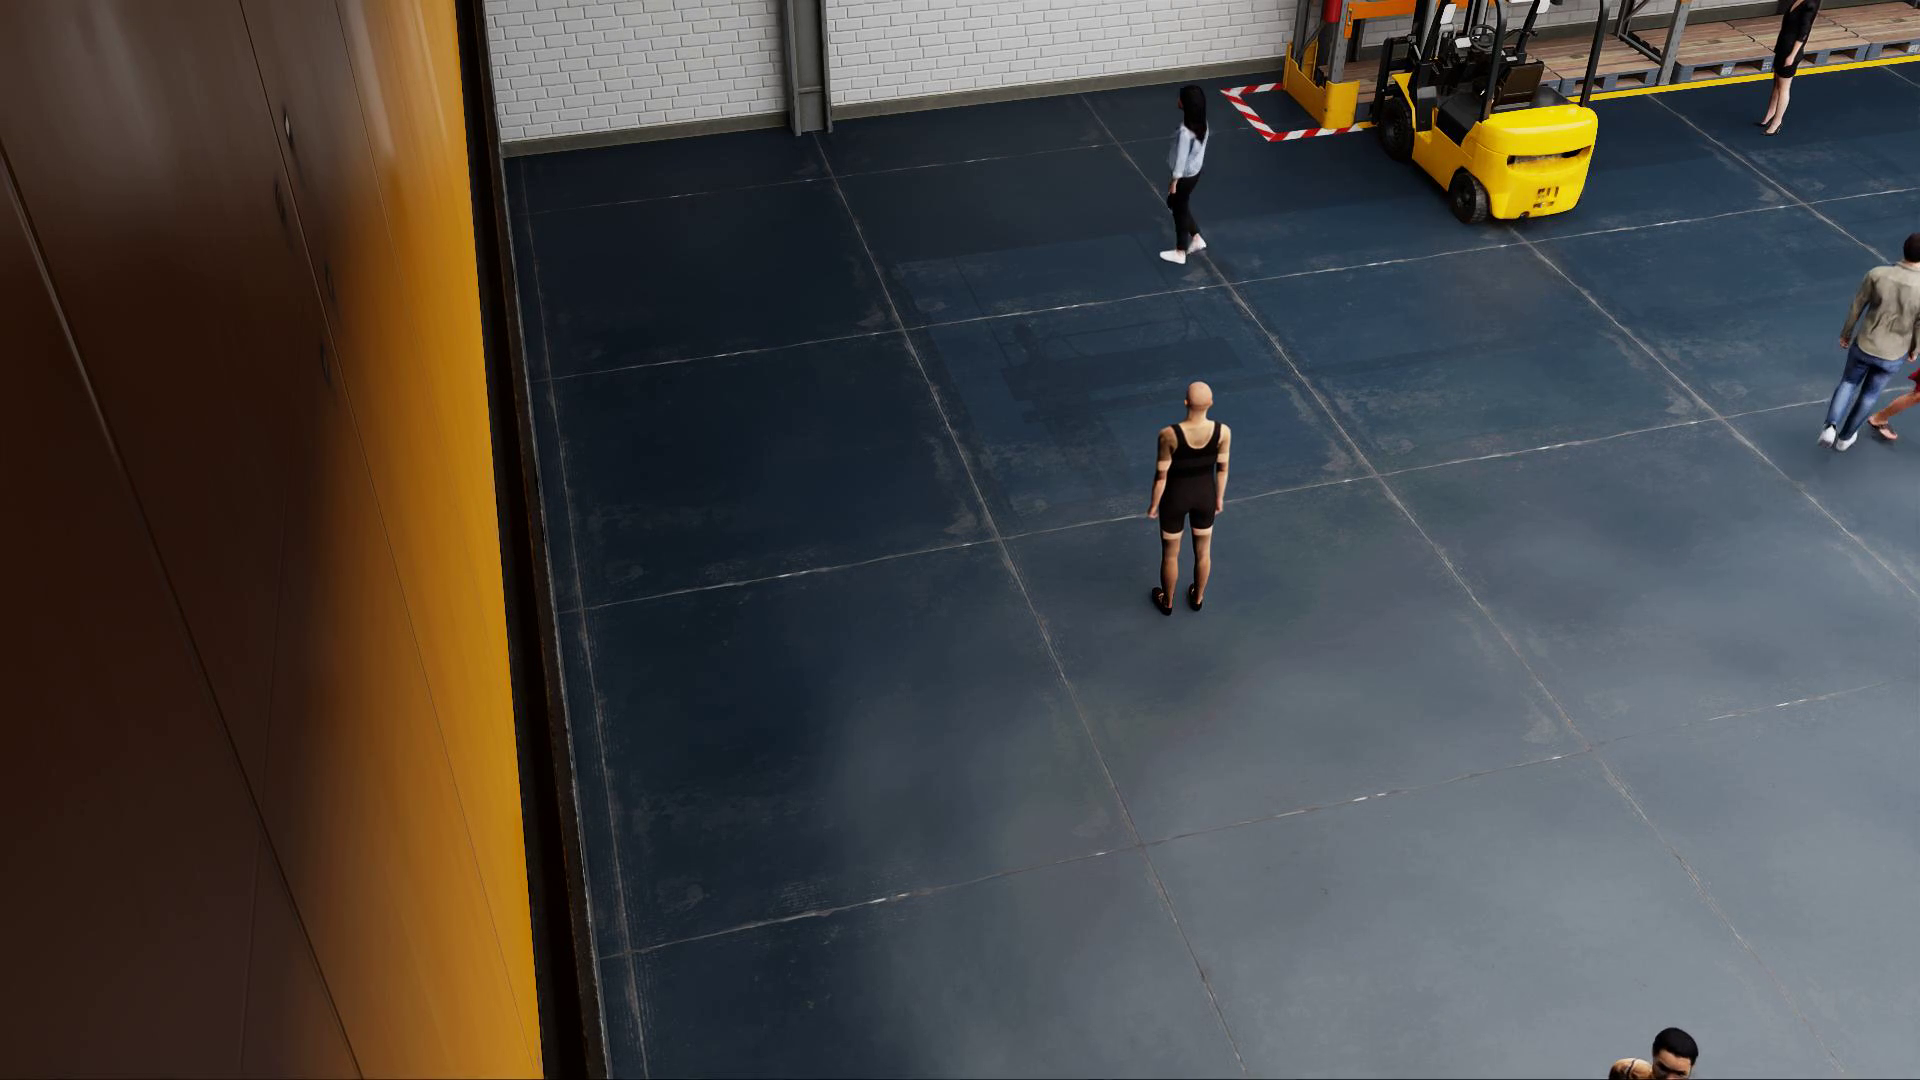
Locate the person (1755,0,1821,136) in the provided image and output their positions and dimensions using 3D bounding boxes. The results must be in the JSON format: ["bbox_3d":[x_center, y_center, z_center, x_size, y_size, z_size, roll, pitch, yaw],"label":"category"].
[{"bbox_3d":[8.450,-4.961,16.923,0.671,1.697,0.677,7,39,8],"label":"person"}]

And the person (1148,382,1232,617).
[{"bbox_3d":[1.504,-0.261,10.942,0.488,1.816,0.733,-5,39,-6],"label":"person"}]

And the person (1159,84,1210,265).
[{"bbox_3d":[2.067,-3.197,14.707,0.820,1.705,0.765,16,41,19],"label":"person"}]

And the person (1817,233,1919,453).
[{"bbox_3d":[6.786,-1.390,12.330,0.931,1.846,1.002,25,45,28],"label":"person"}]

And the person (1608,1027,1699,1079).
[{"bbox_3d":[2.927,2.710,7.289,0.672,1.730,0.655,-30,48,-32],"label":"person"}]
